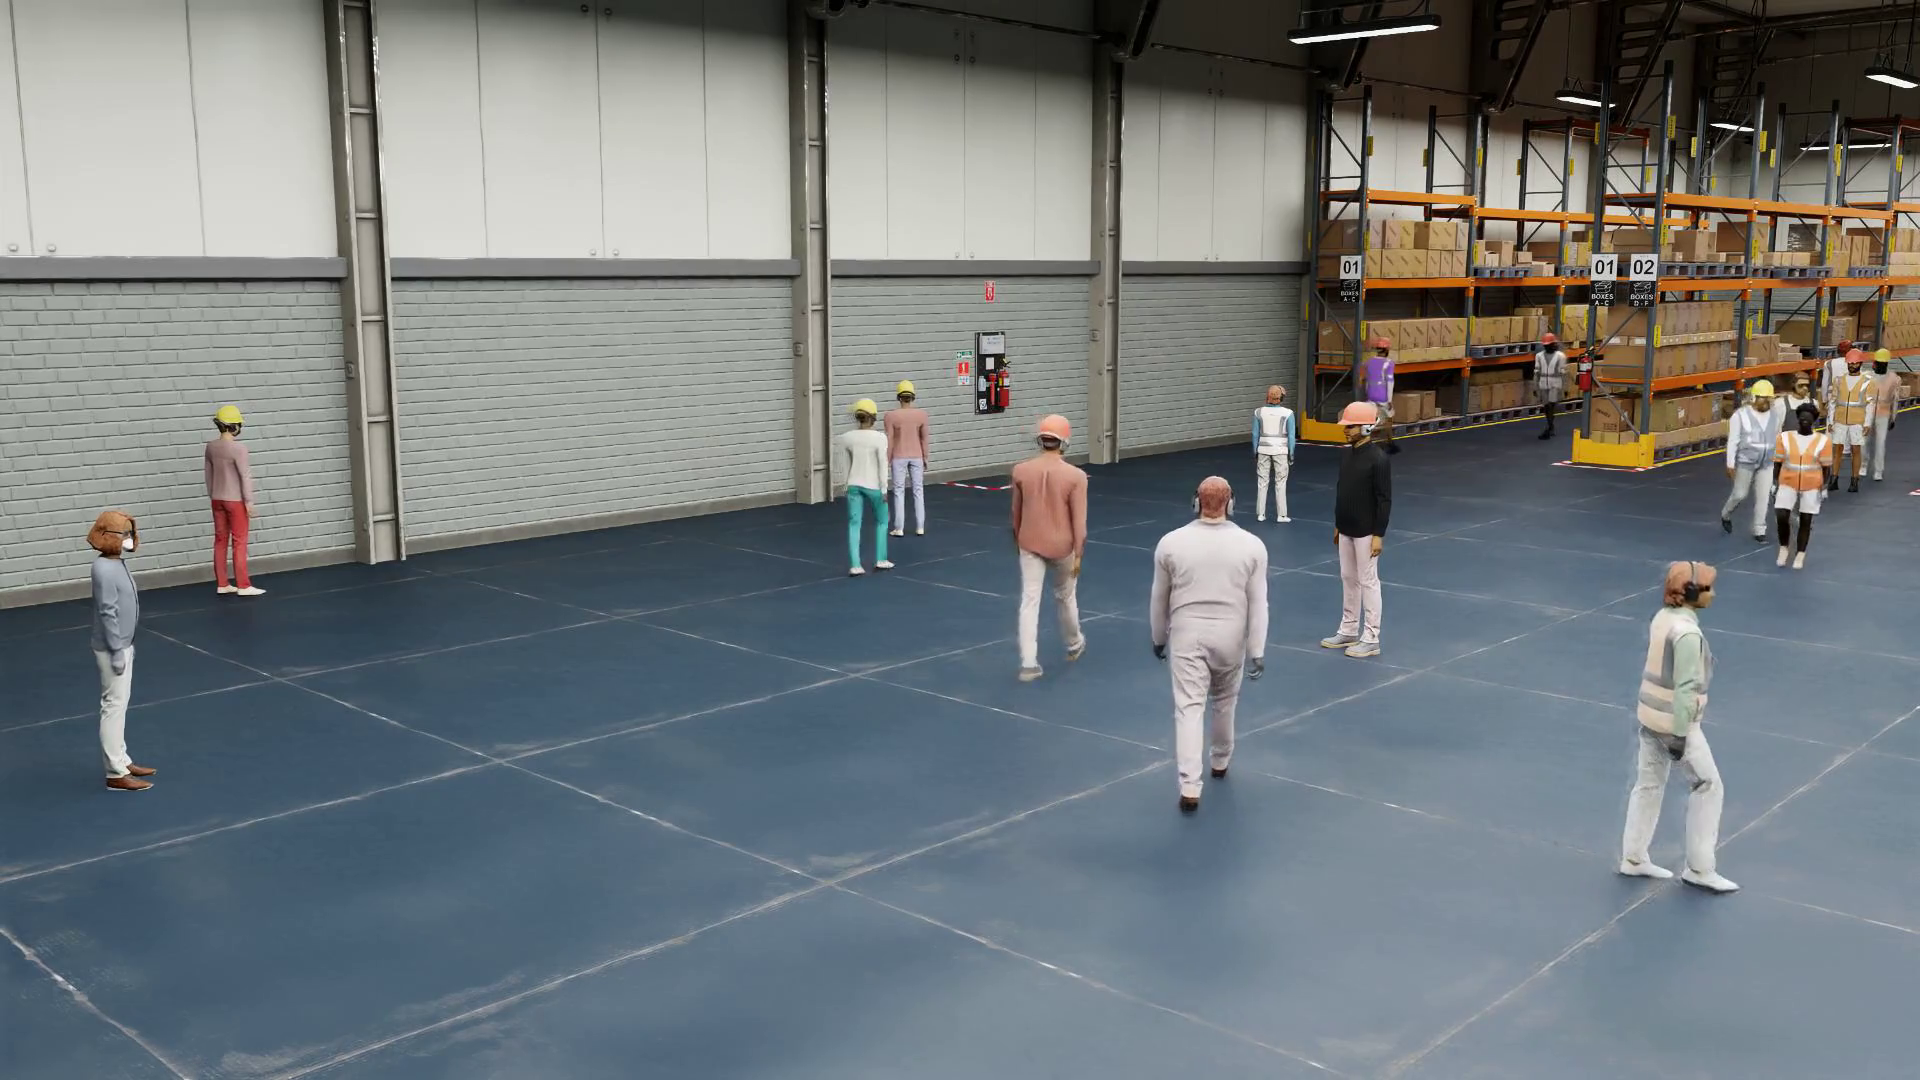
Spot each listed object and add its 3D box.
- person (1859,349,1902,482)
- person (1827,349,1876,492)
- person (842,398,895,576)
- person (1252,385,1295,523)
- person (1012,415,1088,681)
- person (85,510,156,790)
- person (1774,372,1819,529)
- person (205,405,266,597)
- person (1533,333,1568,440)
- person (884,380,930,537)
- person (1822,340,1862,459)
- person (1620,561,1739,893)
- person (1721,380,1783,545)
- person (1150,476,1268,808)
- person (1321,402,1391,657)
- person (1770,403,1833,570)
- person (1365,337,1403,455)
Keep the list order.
[{"bbox_3d":[13.163,-1.814,23.915,0.589,1.883,0.987,5,10,26],"label":"person"},{"bbox_3d":[12.042,-1.615,22.511,0.544,1.939,0.354,8,13,42],"label":"person"},{"bbox_3d":[-0.898,-0.533,16.486,0.546,1.737,0.730,4,10,25],"label":"person"},{"bbox_3d":[3.725,-1.017,19.772,0.518,1.639,0.312,5,11,28],"label":"person"},{"bbox_3d":[0.680,0.029,12.476,0.609,1.937,1.025,3,10,17],"label":"person"},{"bbox_3d":[-4.910,0.636,9.714,0.283,1.633,0.498,-3,10,-19],"label":"person"},{"bbox_3d":[9.708,-1.031,19.318,0.514,1.819,0.742,2,9,10],"label":"person"},{"bbox_3d":[-6.721,-0.357,15.364,0.526,1.768,0.331,5,10,26],"label":"person"},{"bbox_3d":[10.535,-2.746,29.594,0.592,1.891,0.941,8,12,39],"label":"person"},{"bbox_3d":[-0.609,-0.909,18.756,0.546,1.767,0.356,-3,10,-16],"label":"person"},{"bbox_3d":[13.988,-2.226,26.400,0.572,1.883,0.354,9,13,43],"label":"person"},{"bbox_3d":[3.579,0.905,8.133,0.622,1.619,0.519,1,9,4],"label":"person"},{"bbox_3d":[8.781,-0.886,18.460,0.604,1.814,0.759,0,9,1],"label":"person"},{"bbox_3d":[1.418,0.561,9.525,0.661,1.851,1.039,1,9,8],"label":"person"},{"bbox_3d":[3.110,-0.088,13.027,0.394,1.992,0.622,-3,10,-20],"label":"person"},{"bbox_3d":[8.395,-0.526,16.614,0.552,1.682,0.435,5,11,29],"label":"person"},{"bbox_3d":[6.835,-2.307,26.832,0.907,1.896,0.594,-8,12,-40],"label":"person"}]
